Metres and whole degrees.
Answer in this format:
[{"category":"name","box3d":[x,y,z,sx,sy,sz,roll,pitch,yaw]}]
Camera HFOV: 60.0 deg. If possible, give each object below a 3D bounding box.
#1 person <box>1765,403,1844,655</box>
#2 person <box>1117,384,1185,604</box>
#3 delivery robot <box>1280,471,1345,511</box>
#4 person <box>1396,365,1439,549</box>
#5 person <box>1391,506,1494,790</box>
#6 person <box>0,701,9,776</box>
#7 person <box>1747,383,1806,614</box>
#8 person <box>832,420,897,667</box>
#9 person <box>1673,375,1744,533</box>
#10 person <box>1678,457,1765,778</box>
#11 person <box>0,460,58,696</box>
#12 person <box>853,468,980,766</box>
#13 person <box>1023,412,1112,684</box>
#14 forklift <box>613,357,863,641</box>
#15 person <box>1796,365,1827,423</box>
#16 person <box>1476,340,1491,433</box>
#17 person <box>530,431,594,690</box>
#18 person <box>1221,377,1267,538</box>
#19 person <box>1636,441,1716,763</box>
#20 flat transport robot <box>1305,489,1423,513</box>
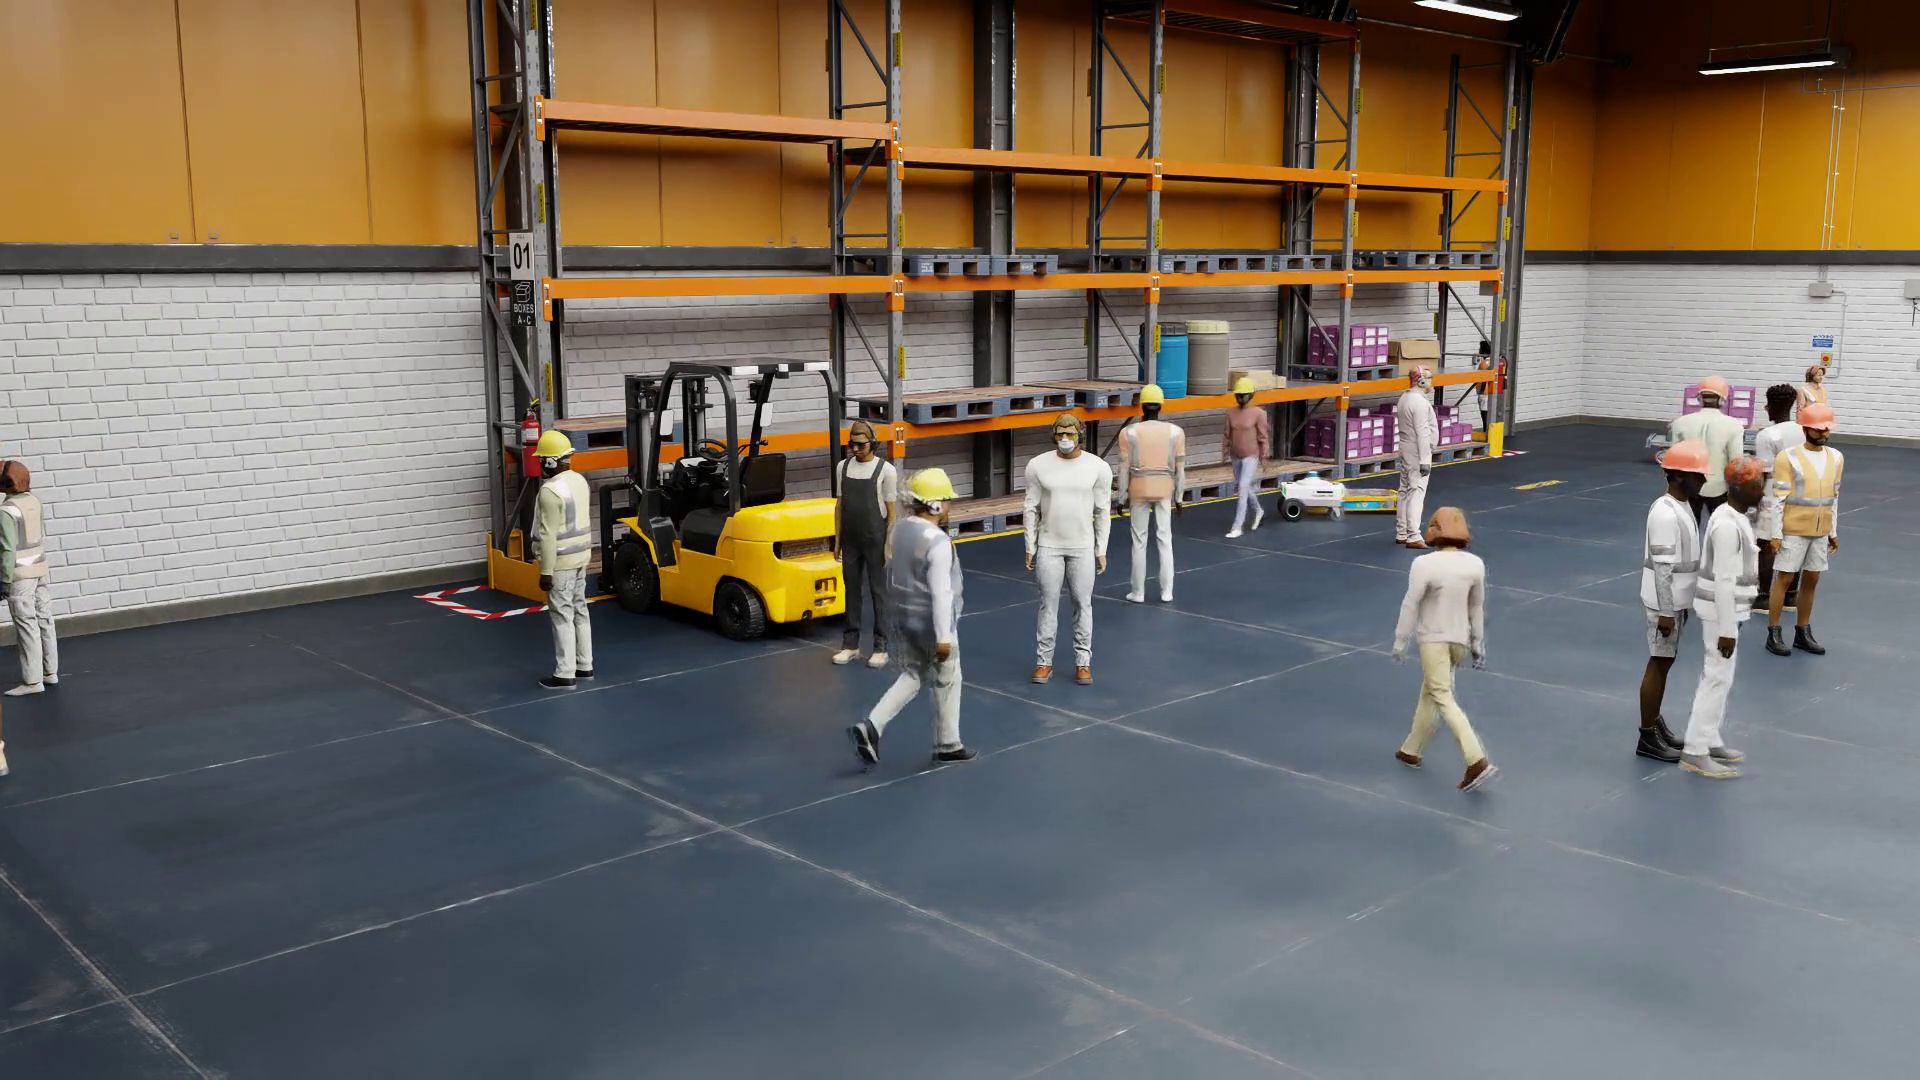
[{"category":"person","box3d":[6.442,-0.078,12.639,0.551,1.934,0.373,-1,10,-9]},{"category":"person","box3d":[1.661,-0.398,14.550,0.593,1.922,0.387,-1,10,-6]},{"category":"delivery robot","box3d":[4.056,-0.546,19.144,0.707,0.478,0.477,1,10,5]},{"category":"person","box3d":[4.773,-0.866,17.332,0.407,1.912,0.641,-1,10,-4]},{"category":"person","box3d":[2.830,0.612,9.626,0.554,1.591,0.812,-4,10,-21]},{"category":"person","box3d":[-5.766,0.412,9.463,0.392,2.041,0.615,0,10,-1]},{"category":"person","box3d":[6.951,-0.343,14.147,0.642,1.963,0.377,-4,10,-21]},{"category":"person","box3d":[-0.711,0.025,12.322,0.506,1.841,0.346,4,11,23]},{"category":"person","box3d":[6.657,-0.482,14.868,0.629,1.975,0.435,7,12,35]},{"category":"person","box3d":[4.495,0.441,9.806,0.430,1.876,0.632,4,11,24]},{"category":"person","box3d":[-6.495,0.259,11.529,0.311,1.642,0.514,0,10,-3]},{"category":"person","box3d":[-0.247,0.473,9.781,0.728,1.807,0.600,-6,11,-31]},{"category":"person","box3d":[0.757,0.062,11.814,0.631,1.940,0.372,1,10,7]},{"category":"forklift","box3d":[-1.847,-0.414,13.852,1.214,2.155,2.313,-9,13,-42]},{"category":"person","box3d":[10.942,-1.429,21.415,0.512,1.641,0.309,-5,11,-27]},{"category":"person","box3d":[8.390,-2.336,26.560,0.320,1.695,0.537,6,11,31]},{"category":"person","box3d":[-2.804,0.141,11.708,0.404,1.824,0.586,2,10,10]},{"category":"person","box3d":[3.140,-0.920,18.166,0.536,1.736,0.837,9,13,43]},{"category":"person","box3d":[4.316,0.365,10.055,0.364,1.936,0.545,6,11,30]},{"category":"flat transport robot","box3d":[4.709,-0.468,19.794,1.431,0.197,0.652,-1,10,-4]}]
